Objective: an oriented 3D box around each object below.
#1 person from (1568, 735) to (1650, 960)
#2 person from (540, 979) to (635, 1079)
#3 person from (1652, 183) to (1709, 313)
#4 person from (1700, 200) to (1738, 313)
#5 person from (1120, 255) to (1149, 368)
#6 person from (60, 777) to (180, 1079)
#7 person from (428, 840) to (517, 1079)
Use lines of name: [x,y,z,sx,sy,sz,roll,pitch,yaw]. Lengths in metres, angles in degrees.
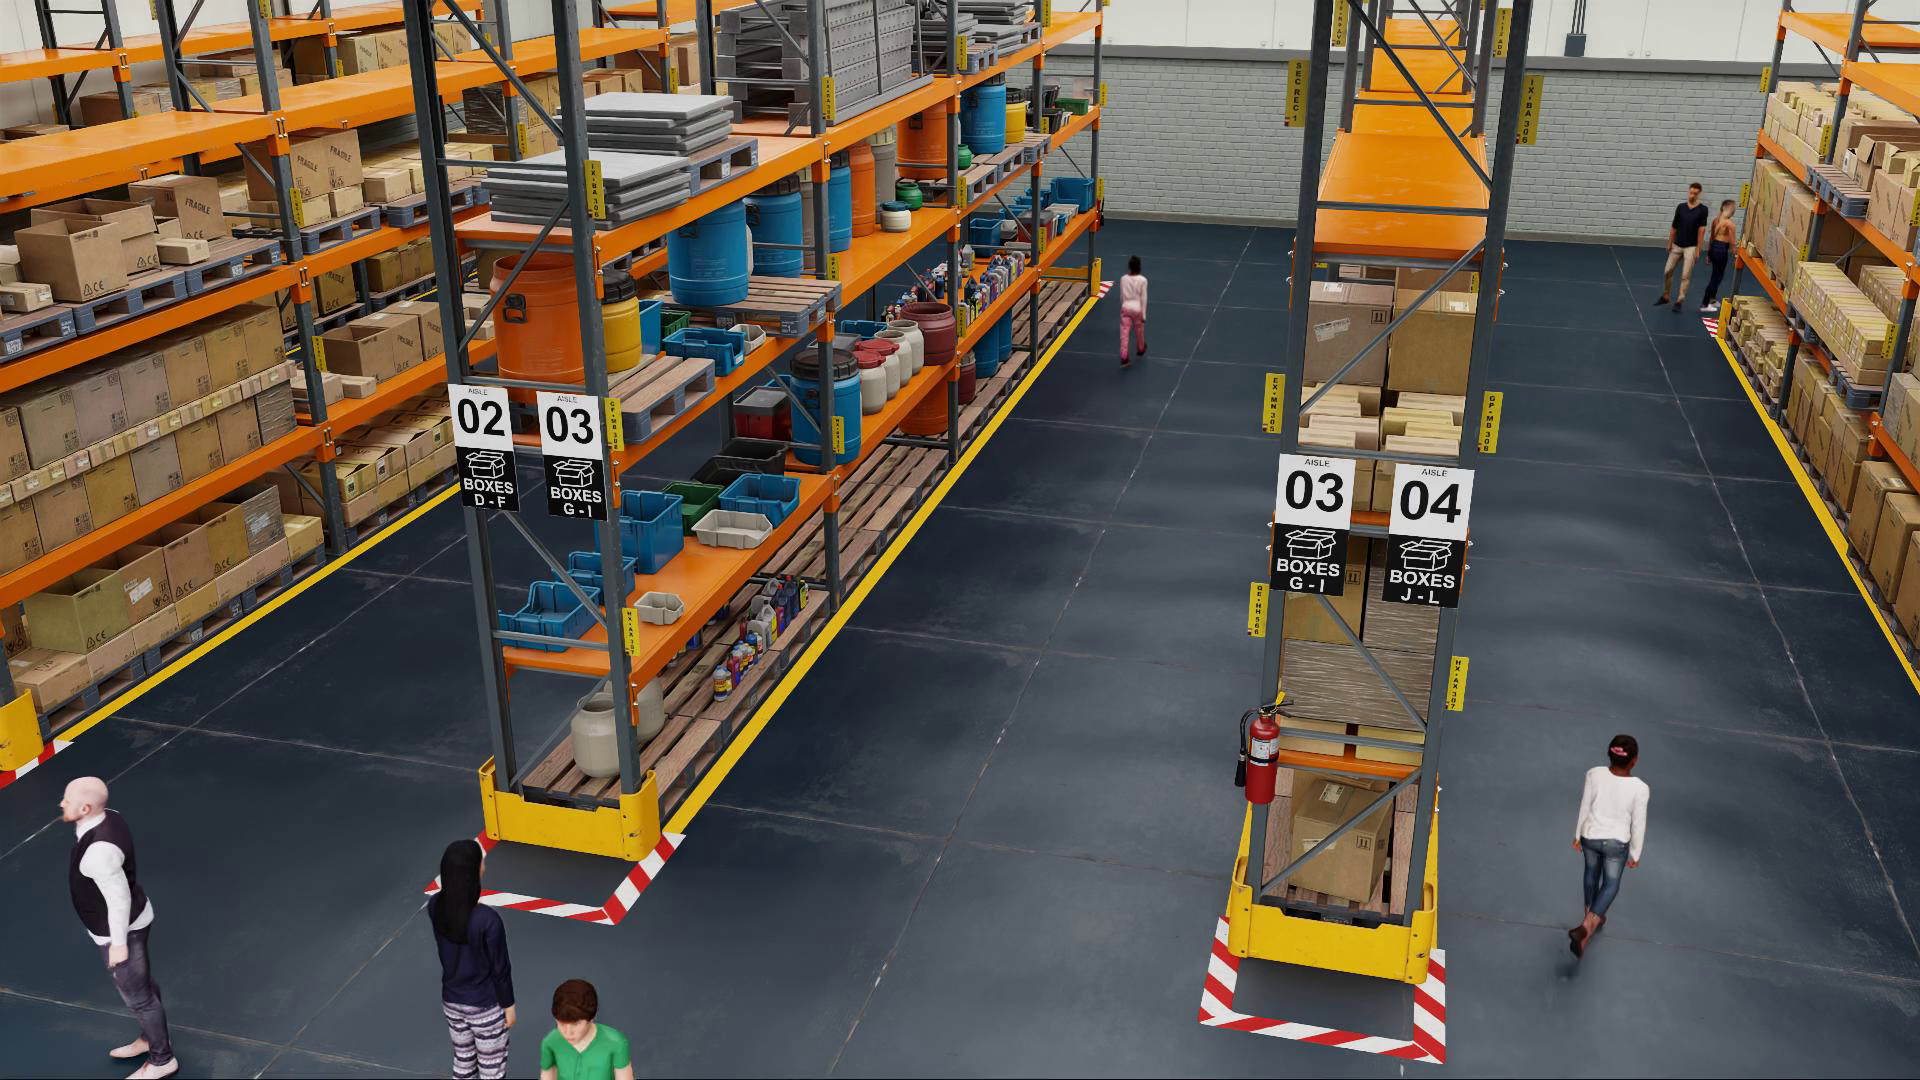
person: [3.786,1.804,9.823,0.770,1.438,0.977,18,28,36]
person: [-1.645,2.630,7.539,0.634,1.639,0.762,3,22,6]
person: [10.550,-4.251,24.089,0.801,1.846,0.774,19,29,39]
person: [10.873,-4.074,23.960,0.785,1.615,0.726,-4,23,-9]
person: [2.195,-2.924,21.422,0.619,1.408,0.995,9,24,20]
person: [-4.414,2.039,8.741,0.840,1.823,0.769,-11,25,-25]
person: [-2.428,2.264,8.309,0.630,1.733,0.568,10,24,24]
